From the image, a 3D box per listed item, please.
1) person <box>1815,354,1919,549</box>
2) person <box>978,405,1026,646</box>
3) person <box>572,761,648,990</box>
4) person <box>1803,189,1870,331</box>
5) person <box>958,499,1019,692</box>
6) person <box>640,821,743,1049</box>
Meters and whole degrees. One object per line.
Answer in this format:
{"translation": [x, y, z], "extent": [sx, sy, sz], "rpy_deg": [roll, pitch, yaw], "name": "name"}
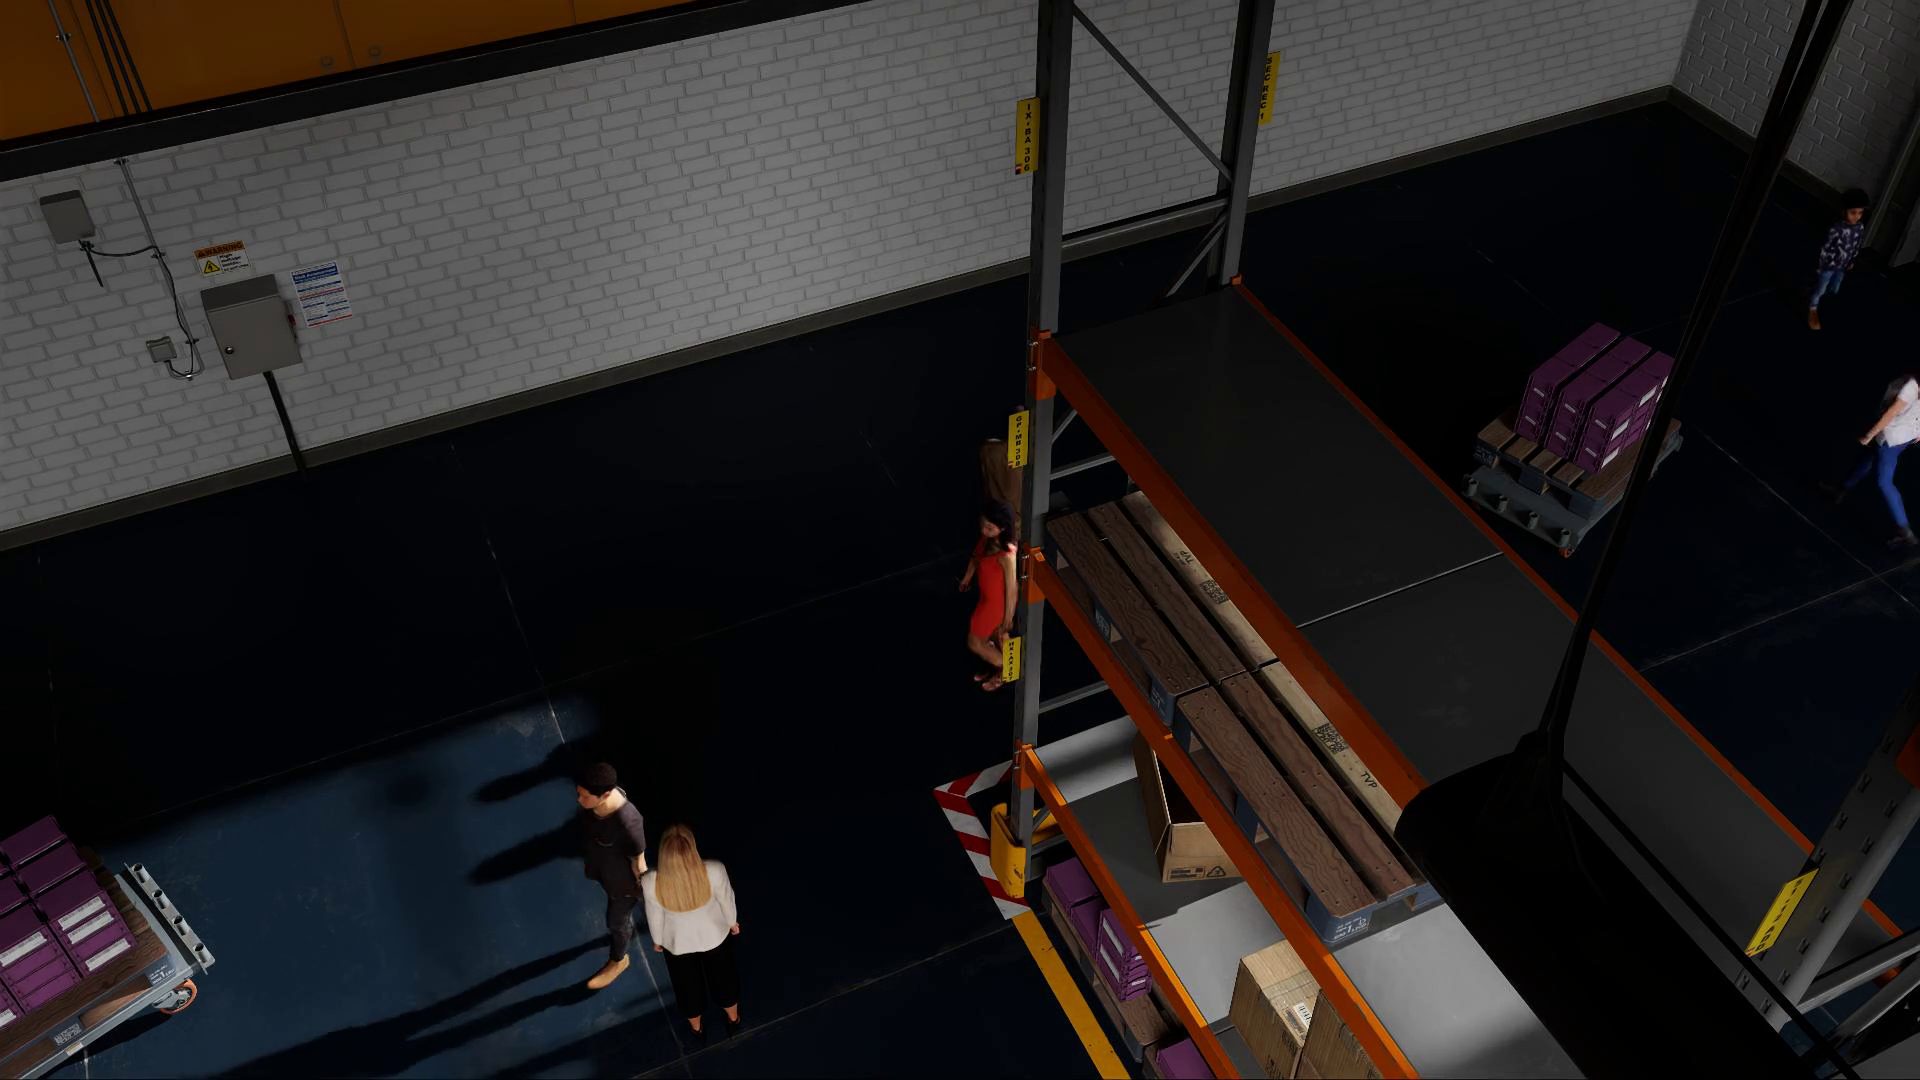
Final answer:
{"translation": [6.641, -0.662, 11.705], "extent": [0.722, 1.648, 1.145], "rpy_deg": [-25, 49, -24], "name": "person"}
{"translation": [0.280, -0.053, 10.945], "extent": [1.113, 1.812, 1.144], "rpy_deg": [17, 46, 17], "name": "person"}
{"translation": [-1.829, 1.742, 9.149], "extent": [0.832, 1.692, 1.011], "rpy_deg": [-29, 51, -27], "name": "person"}
{"translation": [7.227, -2.357, 13.777], "extent": [0.585, 1.243, 0.685], "rpy_deg": [-7, 44, -8], "name": "person"}
{"translation": [0.315, 0.356, 10.594], "extent": [0.768, 1.704, 0.611], "rpy_deg": [-6, 44, -7], "name": "person"}
{"translation": [-1.375, 2.073, 8.681], "extent": [0.641, 1.859, 0.570], "rpy_deg": [-11, 45, -11], "name": "person"}
